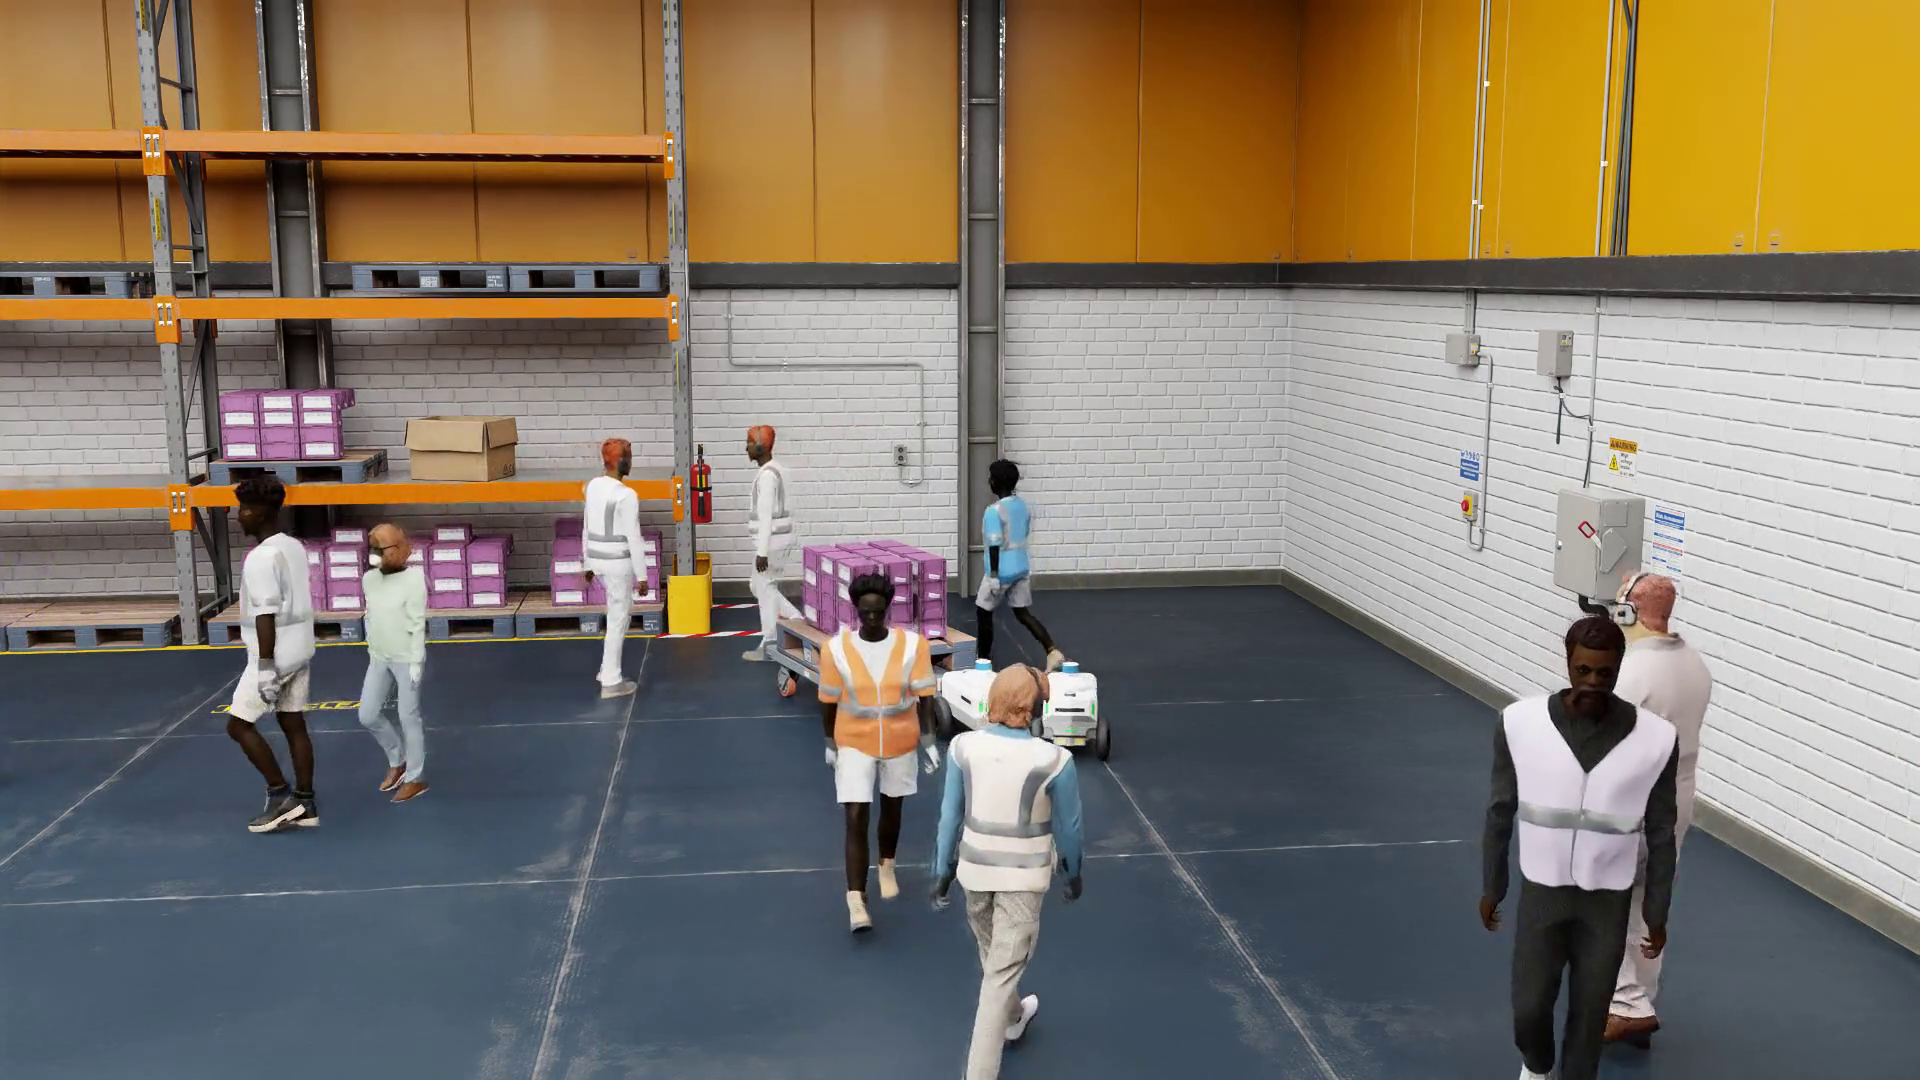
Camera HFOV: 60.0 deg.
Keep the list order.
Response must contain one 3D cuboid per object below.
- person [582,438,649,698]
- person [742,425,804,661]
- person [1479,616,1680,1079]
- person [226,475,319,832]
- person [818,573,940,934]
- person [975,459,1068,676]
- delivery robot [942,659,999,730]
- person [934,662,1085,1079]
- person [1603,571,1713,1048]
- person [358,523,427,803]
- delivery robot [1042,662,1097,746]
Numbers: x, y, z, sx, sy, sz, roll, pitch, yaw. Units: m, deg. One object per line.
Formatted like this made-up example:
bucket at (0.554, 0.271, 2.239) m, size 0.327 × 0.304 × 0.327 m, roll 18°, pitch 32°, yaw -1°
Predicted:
person at (-2.429, 0.199, 11.905) m, size 0.470 × 1.868 × 0.621 m, roll -8°, pitch 12°, yaw -42°
person at (-1.462, 0.029, 12.987) m, size 0.465 × 1.871 × 0.582 m, roll 0°, pitch 9°, yaw -2°
person at (2.090, 1.184, 5.640) m, size 0.618 × 1.905 × 0.453 m, roll 2°, pitch 9°, yaw 15°
person at (-3.746, 0.622, 9.007) m, size 0.478 × 1.949 × 0.650 m, roll 0°, pitch 9°, yaw 0°
person at (-0.375, 0.974, 7.751) m, size 0.552 × 1.649 × 0.874 m, roll -1°, pitch 9°, yaw -9°
person at (0.410, 0.232, 12.354) m, size 0.798 × 1.671 × 0.539 m, roll 6°, pitch 11°, yaw 34°
delivery robot at (0.149, 1.009, 10.654) m, size 0.477 × 0.478 × 0.707 m, roll -3°, pitch 10°, yaw -21°
person at (0.216, 1.244, 6.215) m, size 0.519 × 1.593 × 0.854 m, roll 5°, pitch 10°, yaw 29°
person at (2.614, 1.061, 6.488) m, size 0.660 × 1.887 × 0.416 m, roll -7°, pitch 11°, yaw -36°
person at (-3.242, 0.709, 9.520) m, size 0.501 × 1.619 × 0.352 m, roll 4°, pitch 10°, yaw 25°
delivery robot at (0.703, 1.021, 10.581) m, size 0.477 × 0.478 × 0.707 m, roll 1°, pitch 9°, yaw 4°
